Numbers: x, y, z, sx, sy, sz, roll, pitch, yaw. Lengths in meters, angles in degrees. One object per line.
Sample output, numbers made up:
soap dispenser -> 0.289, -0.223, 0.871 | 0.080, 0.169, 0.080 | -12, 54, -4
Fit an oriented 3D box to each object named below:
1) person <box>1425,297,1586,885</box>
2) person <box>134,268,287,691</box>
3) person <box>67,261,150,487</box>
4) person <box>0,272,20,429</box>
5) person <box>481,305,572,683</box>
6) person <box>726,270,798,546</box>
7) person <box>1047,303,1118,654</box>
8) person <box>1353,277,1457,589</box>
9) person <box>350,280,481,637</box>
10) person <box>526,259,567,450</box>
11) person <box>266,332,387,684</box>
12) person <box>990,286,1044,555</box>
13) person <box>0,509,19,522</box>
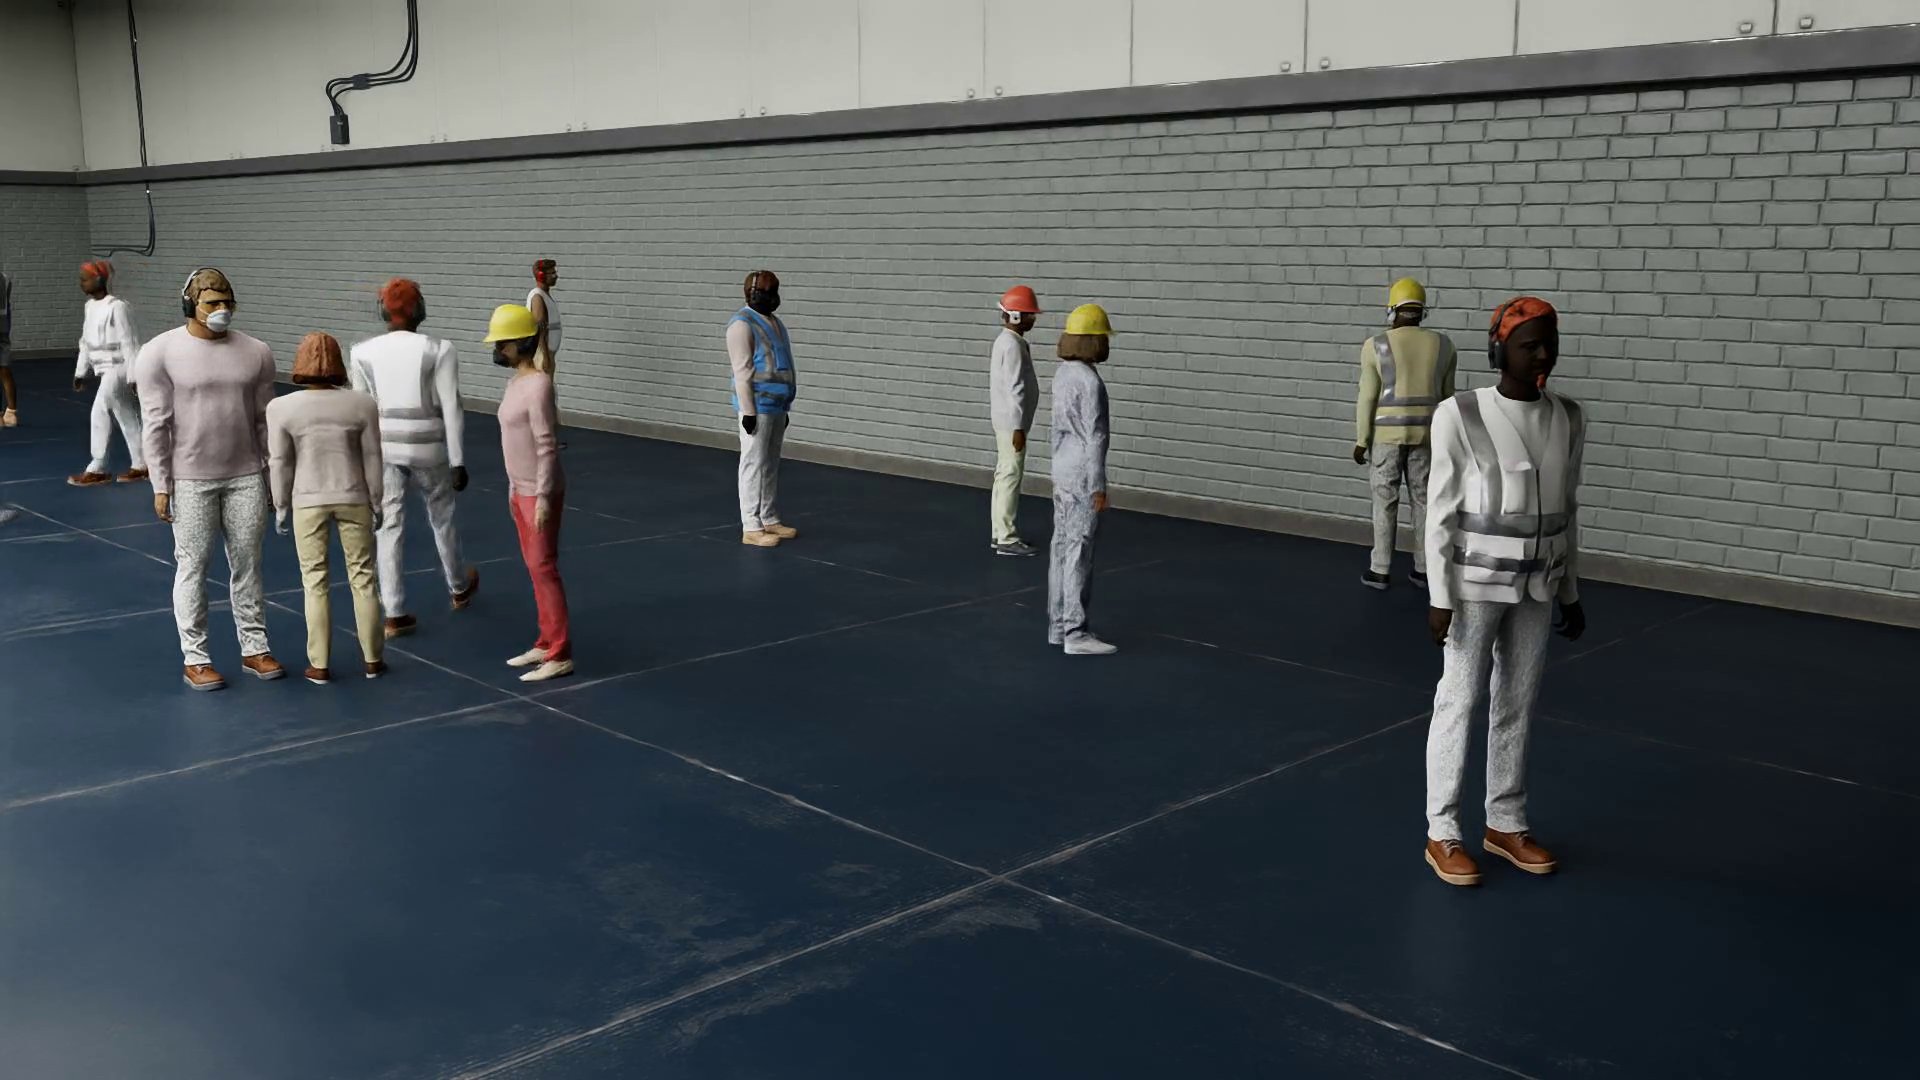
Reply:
person -> 1.758, 0.166, 5.370 | 0.573, 1.883, 0.353 | -4, 11, -19
person -> -3.426, -0.280, 7.677 | 0.374, 1.933, 0.625 | 10, 14, 43
person -> -7.172, -1.371, 13.817 | 0.846, 1.850, 0.567 | -10, 15, -44
person -> -10.423, -2.204, 17.849 | 0.366, 2.047, 0.607 | 1, 10, 5
person -> -2.032, -0.216, 7.807 | 0.378, 1.754, 0.539 | -6, 12, -28
person -> -1.319, -0.892, 11.256 | 0.429, 1.844, 0.626 | 3, 11, 16
person -> 0.619, -0.304, 8.317 | 0.313, 1.743, 0.492 | -3, 11, -18
person -> 2.606, -0.622, 9.806 | 0.601, 1.830, 0.404 | -1, 10, -8
person -> -2.905, -0.461, 8.906 | 0.619, 1.833, 0.968 | 0, 10, 0
person -> -4.058, -1.806, 16.218 | 0.389, 1.848, 0.563 | -2, 11, -11
person -> -2.934, -0.145, 7.742 | 0.501, 1.633, 0.285 | -5, 11, -24
person -> 0.374, -0.782, 10.896 | 0.343, 1.747, 0.572 | -1, 10, -5
person -> -7.409, -1.026, 11.871 | 0.983, 1.896, 0.600 | -5, 12, -27
